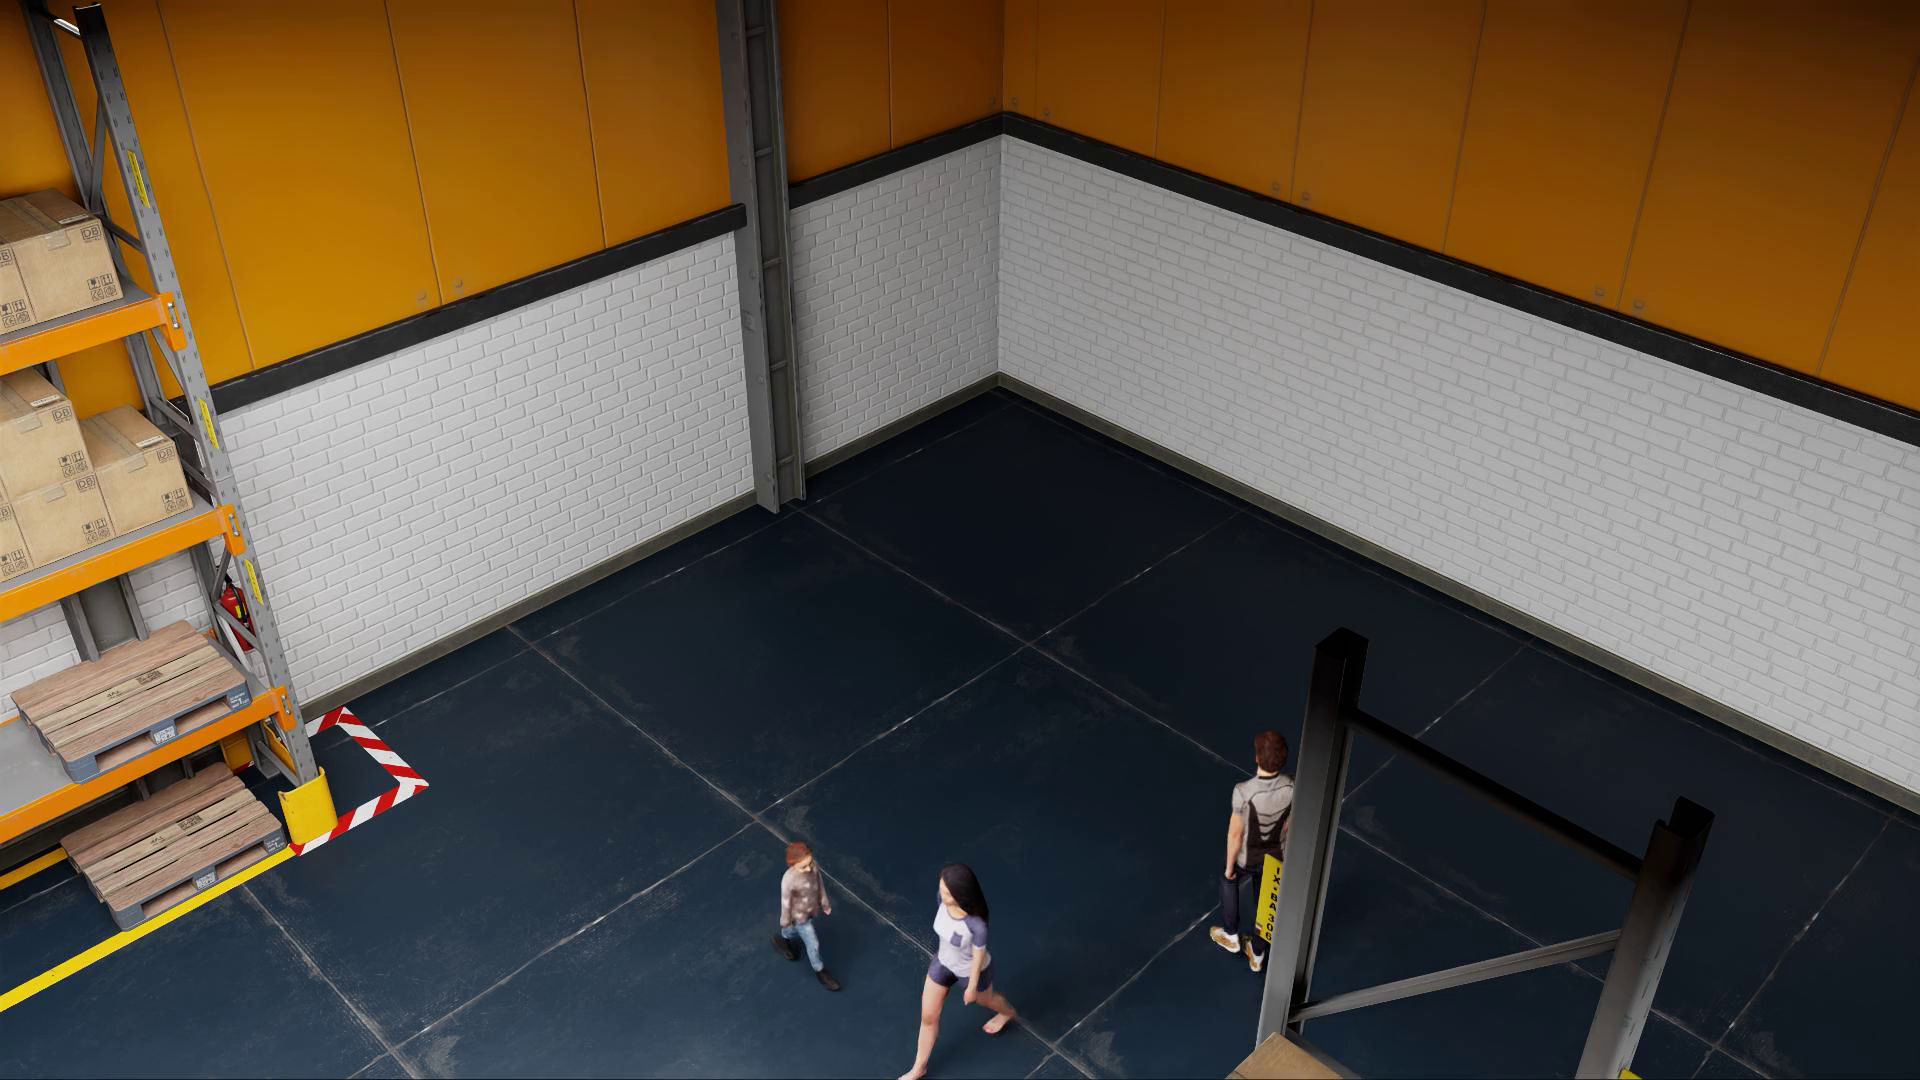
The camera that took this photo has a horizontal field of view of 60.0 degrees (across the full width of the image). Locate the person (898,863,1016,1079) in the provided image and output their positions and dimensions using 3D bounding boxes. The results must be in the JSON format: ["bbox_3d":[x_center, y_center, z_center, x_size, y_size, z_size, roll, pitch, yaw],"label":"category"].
[{"bbox_3d":[0.091,2.567,10.133,1.145,1.650,0.610,-27,42,-34],"label":"person"}]

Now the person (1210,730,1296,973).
[{"bbox_3d":[1.946,2.063,10.684,0.769,1.880,0.841,-5,34,-7],"label":"person"}]

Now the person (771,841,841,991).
[{"bbox_3d":[-1.058,2.377,10.849,0.612,1.175,0.797,21,39,29],"label":"person"}]
